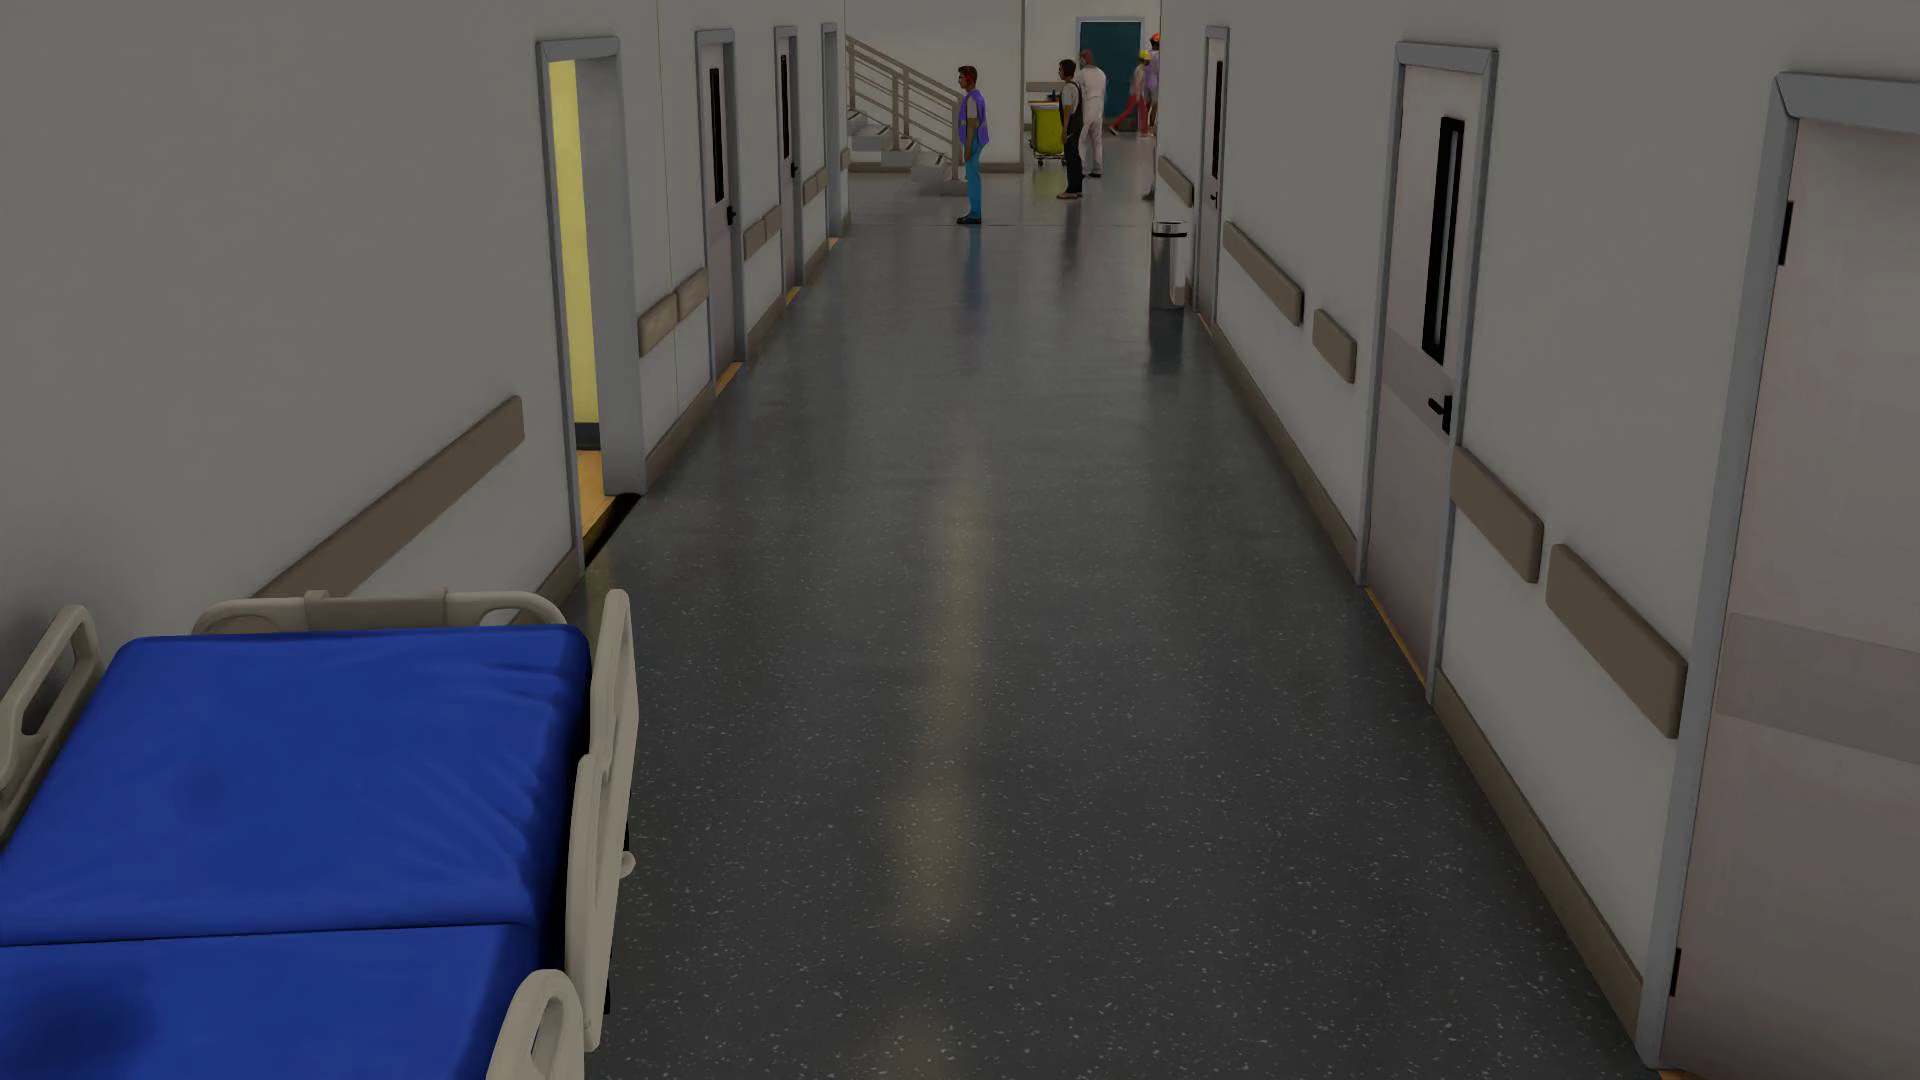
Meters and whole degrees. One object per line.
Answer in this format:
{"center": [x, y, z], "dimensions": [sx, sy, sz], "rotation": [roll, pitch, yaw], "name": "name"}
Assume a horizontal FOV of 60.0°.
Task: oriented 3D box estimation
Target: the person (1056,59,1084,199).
{"center": [1.478, -5.526, 22.401], "dimensions": [0.357, 1.839, 0.508], "rotation": [6, 19, 18], "name": "person"}

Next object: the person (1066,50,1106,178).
{"center": [1.926, -6.433, 25.179], "dimensions": [0.676, 1.886, 0.420], "rotation": [-15, 23, -38], "name": "person"}

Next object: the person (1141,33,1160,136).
{"center": [3.934, -9.218, 33.693], "dimensions": [0.409, 2.028, 0.619], "rotation": [-11, 21, -30], "name": "person"}

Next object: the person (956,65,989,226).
{"center": [0.150, -4.685, 19.759], "dimensions": [0.392, 1.837, 0.560], "rotation": [1, 18, 3], "name": "person"}

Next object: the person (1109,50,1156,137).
{"center": [3.465, -8.971, 33.454], "dimensions": [0.910, 1.704, 0.530], "rotation": [6, 19, 18], "name": "person"}
